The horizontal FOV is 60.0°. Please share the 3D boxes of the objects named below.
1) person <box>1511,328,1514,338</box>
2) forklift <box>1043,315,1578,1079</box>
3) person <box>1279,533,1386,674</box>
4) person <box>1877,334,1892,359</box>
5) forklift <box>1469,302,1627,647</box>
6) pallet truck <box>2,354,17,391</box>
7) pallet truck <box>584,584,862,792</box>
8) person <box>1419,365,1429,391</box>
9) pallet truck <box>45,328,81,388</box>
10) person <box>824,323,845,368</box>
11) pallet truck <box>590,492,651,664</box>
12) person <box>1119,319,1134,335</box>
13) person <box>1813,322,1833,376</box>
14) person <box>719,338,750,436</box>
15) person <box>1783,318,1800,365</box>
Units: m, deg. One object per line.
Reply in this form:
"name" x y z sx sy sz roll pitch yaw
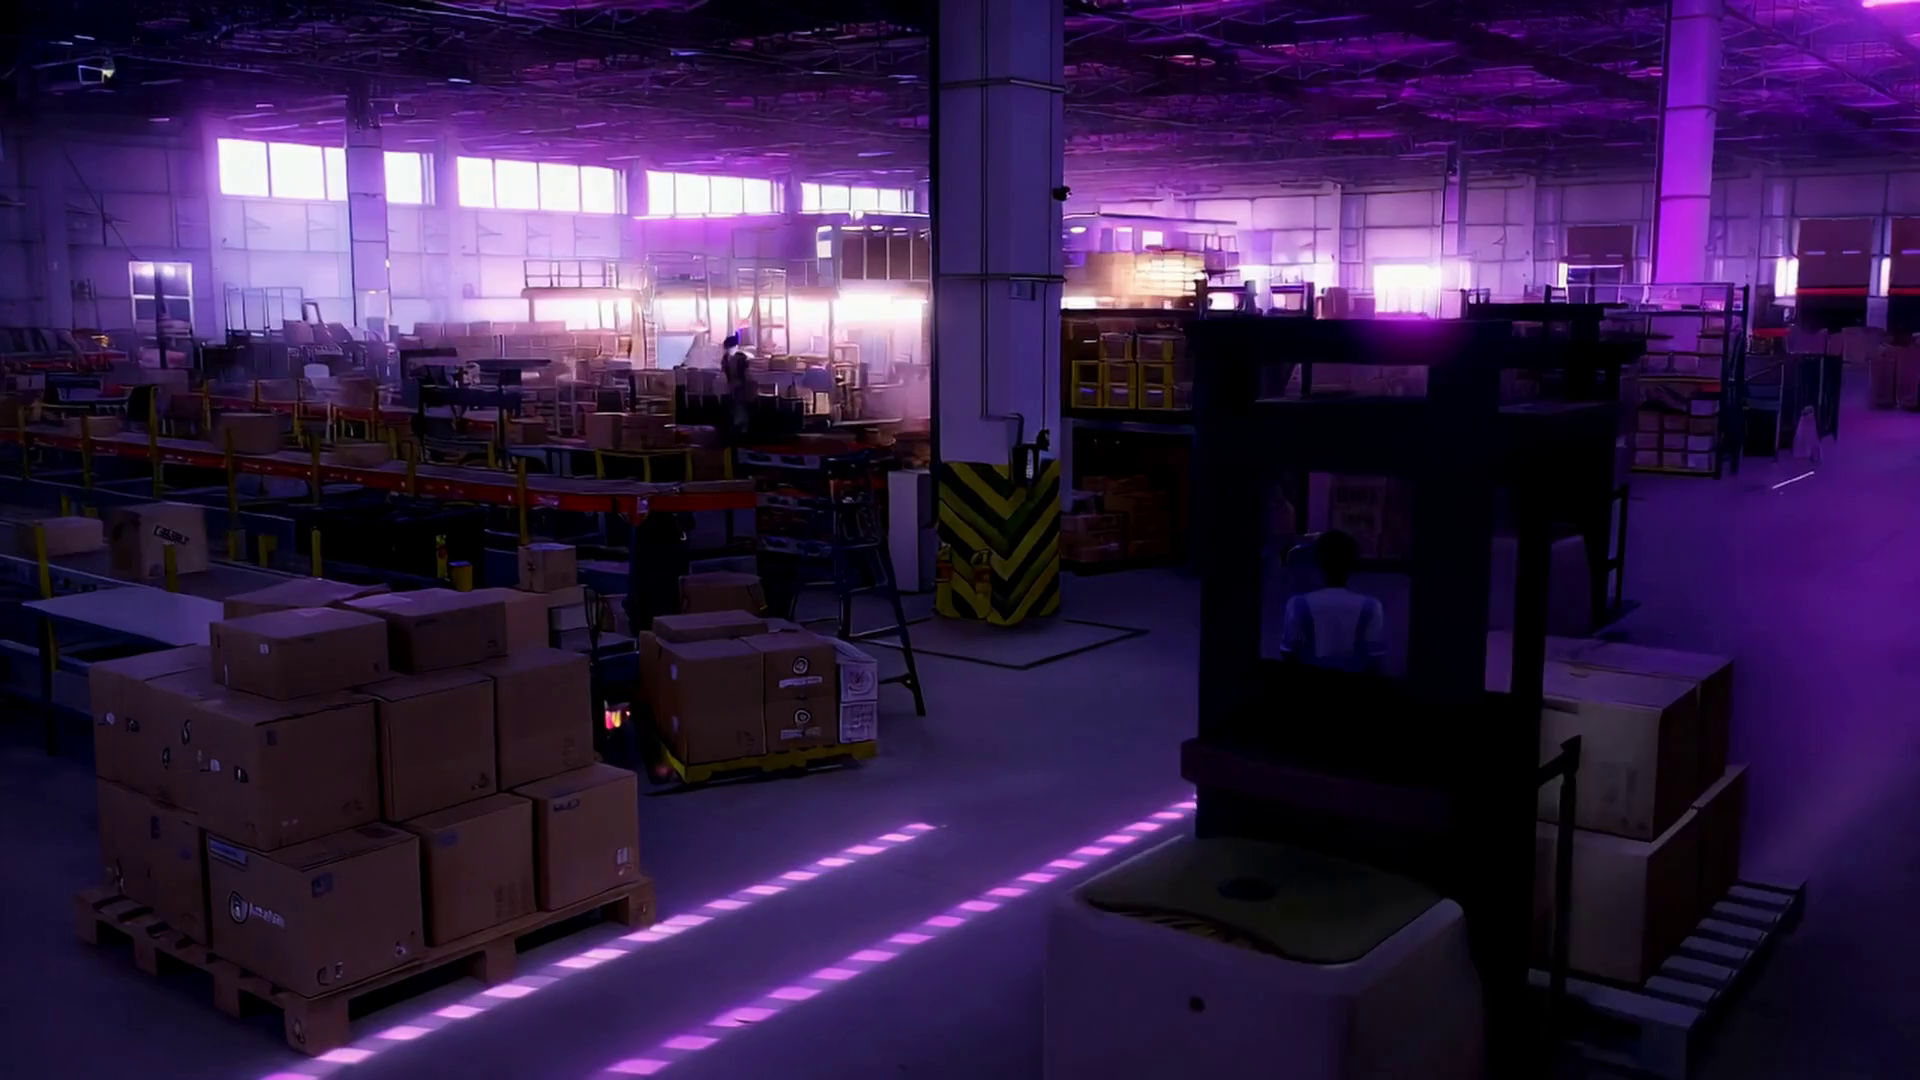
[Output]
"person" 16.618 -5.562 50.667 0.603 1.902 0.651 -2 9 -14
"forklift" 1.184 0.679 5.323 1.129 2.768 1.873 7 11 37
"person" 1.943 0.788 8.721 0.540 1.652 0.857 2 9 10
"person" 23.981 -4.402 43.065 0.909 1.831 0.546 -3 9 -18
"forklift" 4.379 -0.438 12.852 1.129 2.768 1.873 7 11 37
"pallet truck" -24.881 -4.417 42.634 1.885 1.965 0.823 8 11 41
"pallet truck" -1.426 0.805 10.019 1.601 1.201 0.680 -4 9 -26
"person" 10.706 -3.608 37.795 0.610 1.813 0.593 8 11 42
"pallet truck" -23.775 -4.544 43.495 1.885 1.965 0.823 6 10 35
"person" -4.684 -7.167 61.816 0.924 1.802 0.542 1 8 7
"pallet truck" -3.115 0.344 12.883 0.653 1.274 1.630 7 11 37
"person" 6.284 -7.368 62.659 0.601 1.958 0.390 3 9 17
"person" 30.241 -6.663 58.083 0.793 1.911 0.654 0 8 0
"person" -4.621 -3.127 34.015 0.637 1.985 0.917 5 10 33
"person" 33.678 -8.051 67.413 0.610 1.907 0.551 -2 9 -12
